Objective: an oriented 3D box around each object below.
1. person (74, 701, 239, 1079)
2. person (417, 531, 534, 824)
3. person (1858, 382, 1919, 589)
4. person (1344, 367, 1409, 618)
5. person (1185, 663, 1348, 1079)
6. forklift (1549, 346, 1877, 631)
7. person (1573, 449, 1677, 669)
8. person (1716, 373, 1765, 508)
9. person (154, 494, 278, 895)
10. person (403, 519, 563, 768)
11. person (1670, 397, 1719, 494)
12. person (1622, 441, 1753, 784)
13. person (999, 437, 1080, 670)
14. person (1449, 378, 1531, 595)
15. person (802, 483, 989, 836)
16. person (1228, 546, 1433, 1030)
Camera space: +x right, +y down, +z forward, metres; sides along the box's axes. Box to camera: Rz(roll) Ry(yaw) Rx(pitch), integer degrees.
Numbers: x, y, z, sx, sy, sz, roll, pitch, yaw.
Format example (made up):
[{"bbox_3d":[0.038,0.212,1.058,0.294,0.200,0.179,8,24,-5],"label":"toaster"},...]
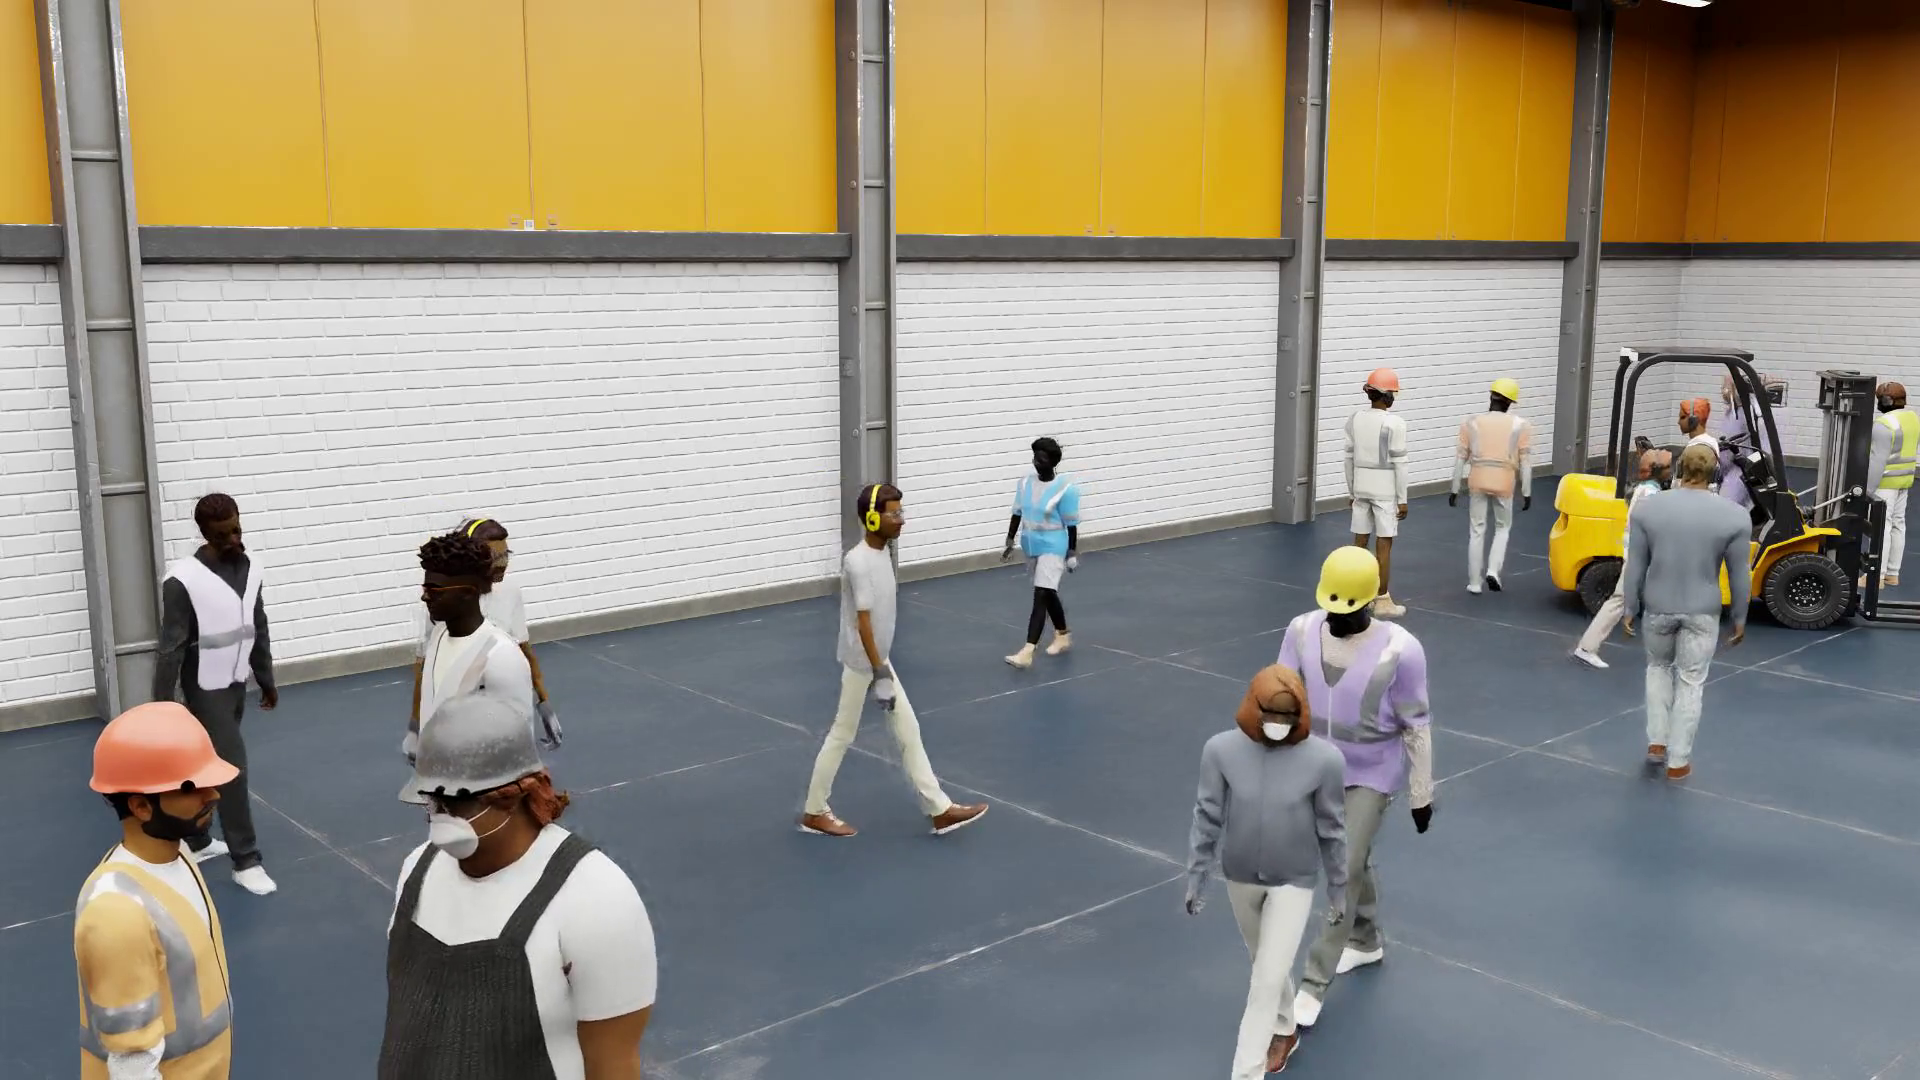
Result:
[{"bbox_3d":[-1.833,1.323,3.895,0.375,1.939,0.546,-3,10,-14],"label":"person"},{"bbox_3d":[-1.777,0.934,6.083,0.370,1.967,0.602,-9,13,-42],"label":"person"},{"bbox_3d":[8.222,-0.486,14.786,0.621,1.838,0.429,-6,12,-33],"label":"person"},{"bbox_3d":[3.415,-0.387,13.601,0.371,2.044,0.608,-7,12,-37],"label":"person"},{"bbox_3d":[1.060,1.184,5.738,0.519,1.580,0.840,5,11,26],"label":"person"},{"bbox_3d":[6.109,-0.478,13.691,2.313,2.155,1.214,3,10,16],"label":"forklift"},{"bbox_3d":[4.850,0.144,11.815,0.897,1.593,0.508,4,10,22],"label":"person"},{"bbox_3d":[7.066,-0.605,15.384,0.902,1.865,0.674,2,10,10],"label":"person"},{"bbox_3d":[-3.492,0.692,7.819,0.691,1.870,0.645,2,10,10],"label":"person"},{"bbox_3d":[-2.128,0.794,7.395,0.994,1.805,0.557,5,11,29],"label":"person"},{"bbox_3d":[5.570,-0.156,12.744,0.392,1.880,0.583,7,12,35],"label":"person"},{"bbox_3d":[4.105,0.395,9.384,0.653,1.915,0.620,6,11,32],"label":"person"},{"bbox_3d":[0.574,0.079,12.008,0.850,1.652,0.539,-9,13,-42],"label":"person"},{"bbox_3d":[4.606,-0.460,14.459,0.702,1.891,0.413,4,10,20],"label":"person"},{"bbox_3d":[-0.364,0.627,8.335,0.996,1.813,0.551,3,10,16],"label":"person"},{"bbox_3d":[1.447,0.914,6.526,0.917,1.850,0.751,-8,12,-37],"label":"person"}]
